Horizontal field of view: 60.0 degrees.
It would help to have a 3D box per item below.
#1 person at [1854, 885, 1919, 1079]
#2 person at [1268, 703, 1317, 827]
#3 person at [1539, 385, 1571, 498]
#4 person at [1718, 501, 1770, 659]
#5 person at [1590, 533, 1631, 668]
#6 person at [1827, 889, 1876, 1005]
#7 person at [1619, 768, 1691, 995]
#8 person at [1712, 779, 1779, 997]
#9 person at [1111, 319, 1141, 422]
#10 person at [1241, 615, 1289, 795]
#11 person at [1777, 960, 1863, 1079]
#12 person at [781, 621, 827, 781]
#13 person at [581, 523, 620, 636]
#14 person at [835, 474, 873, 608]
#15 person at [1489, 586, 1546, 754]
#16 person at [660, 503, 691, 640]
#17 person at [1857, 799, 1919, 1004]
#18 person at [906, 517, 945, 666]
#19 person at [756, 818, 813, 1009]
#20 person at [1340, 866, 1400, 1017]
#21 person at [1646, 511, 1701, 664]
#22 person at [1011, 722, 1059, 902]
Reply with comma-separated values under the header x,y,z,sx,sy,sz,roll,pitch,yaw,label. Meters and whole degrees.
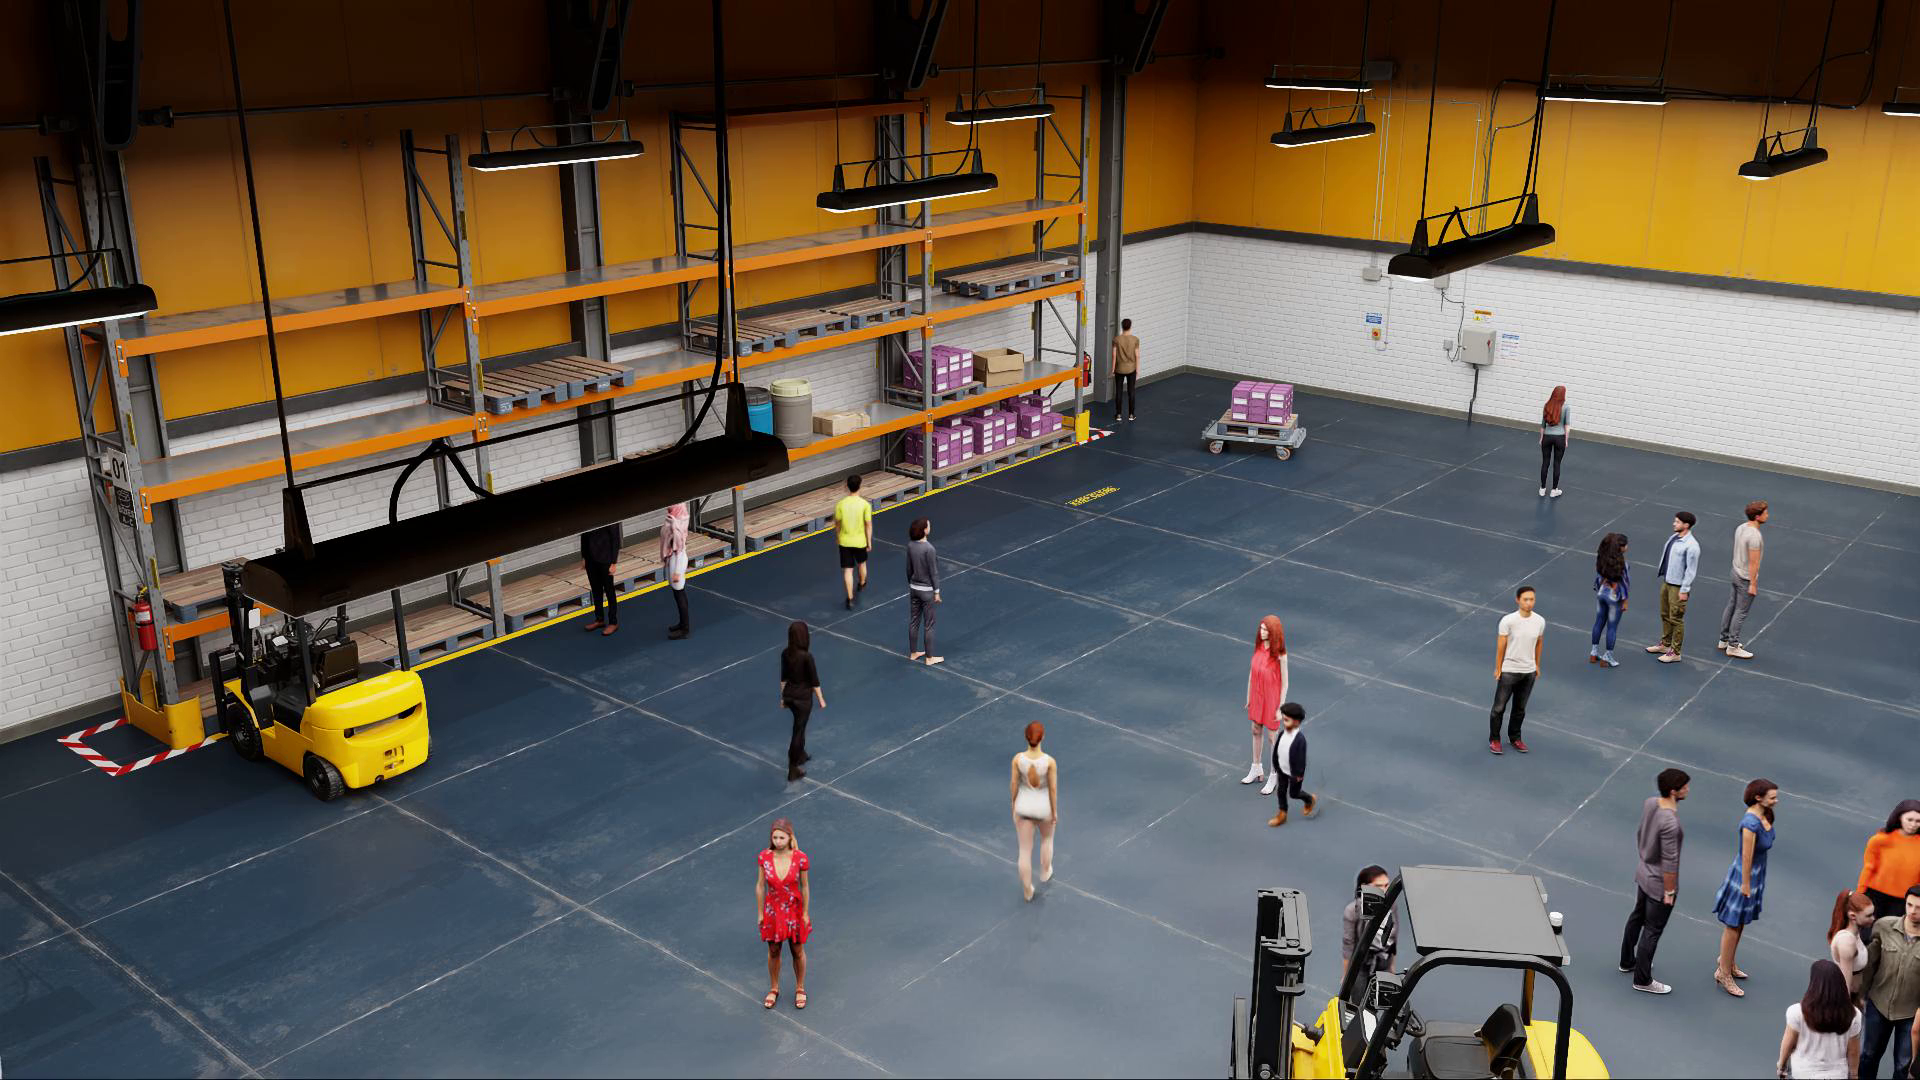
x,y,z,sx,sy,sz,roll,pitch,yaw,label
6.469,3.206,11.444,0.718,1.865,0.585,17,25,41,person
3.165,2.114,15.709,0.802,1.212,0.635,-12,22,-32,person
9.185,-1.538,25.723,0.590,1.742,0.550,12,22,31,person
9.251,0.437,19.617,0.801,1.895,0.697,1,19,3,person
7.564,0.681,19.328,0.684,1.618,0.694,-9,21,-25,person
6.103,3.228,11.574,0.678,1.741,0.512,11,21,29,person
5.489,2.650,13.116,0.794,1.851,0.707,0,19,0,person
6.186,2.695,13.054,0.756,1.806,0.548,11,22,30,person
3.002,-3.097,30.184,0.750,1.849,0.769,2,19,5,person
3.007,1.593,16.292,0.594,1.827,0.655,-12,22,-33,person
5.554,3.556,10.719,0.747,1.663,0.789,3,19,10,person
-1.654,1.620,16.531,0.579,1.624,0.752,14,23,35,person
-4.385,0.214,20.298,0.742,1.884,0.632,10,21,26,person
-1.364,0.043,21.152,1.040,1.663,1.152,0,19,1,person
5.741,1.319,17.141,0.699,1.804,0.767,-2,19,-6,person
-3.419,0.312,20.133,0.799,1.804,0.742,-2,19,-6,person
7.210,2.761,12.970,0.799,1.733,0.875,6,19,16,person
-0.431,0.580,19.394,0.607,1.767,0.509,16,24,39,person
-1.353,2.871,12.865,0.668,1.593,0.710,1,19,3,person
2.950,3.103,12.044,0.660,1.677,0.773,-8,20,-23,person
8.386,0.534,19.465,0.812,1.810,0.745,-1,19,-3,person
0.628,2.365,14.309,0.780,1.629,0.877,3,19,8,person
